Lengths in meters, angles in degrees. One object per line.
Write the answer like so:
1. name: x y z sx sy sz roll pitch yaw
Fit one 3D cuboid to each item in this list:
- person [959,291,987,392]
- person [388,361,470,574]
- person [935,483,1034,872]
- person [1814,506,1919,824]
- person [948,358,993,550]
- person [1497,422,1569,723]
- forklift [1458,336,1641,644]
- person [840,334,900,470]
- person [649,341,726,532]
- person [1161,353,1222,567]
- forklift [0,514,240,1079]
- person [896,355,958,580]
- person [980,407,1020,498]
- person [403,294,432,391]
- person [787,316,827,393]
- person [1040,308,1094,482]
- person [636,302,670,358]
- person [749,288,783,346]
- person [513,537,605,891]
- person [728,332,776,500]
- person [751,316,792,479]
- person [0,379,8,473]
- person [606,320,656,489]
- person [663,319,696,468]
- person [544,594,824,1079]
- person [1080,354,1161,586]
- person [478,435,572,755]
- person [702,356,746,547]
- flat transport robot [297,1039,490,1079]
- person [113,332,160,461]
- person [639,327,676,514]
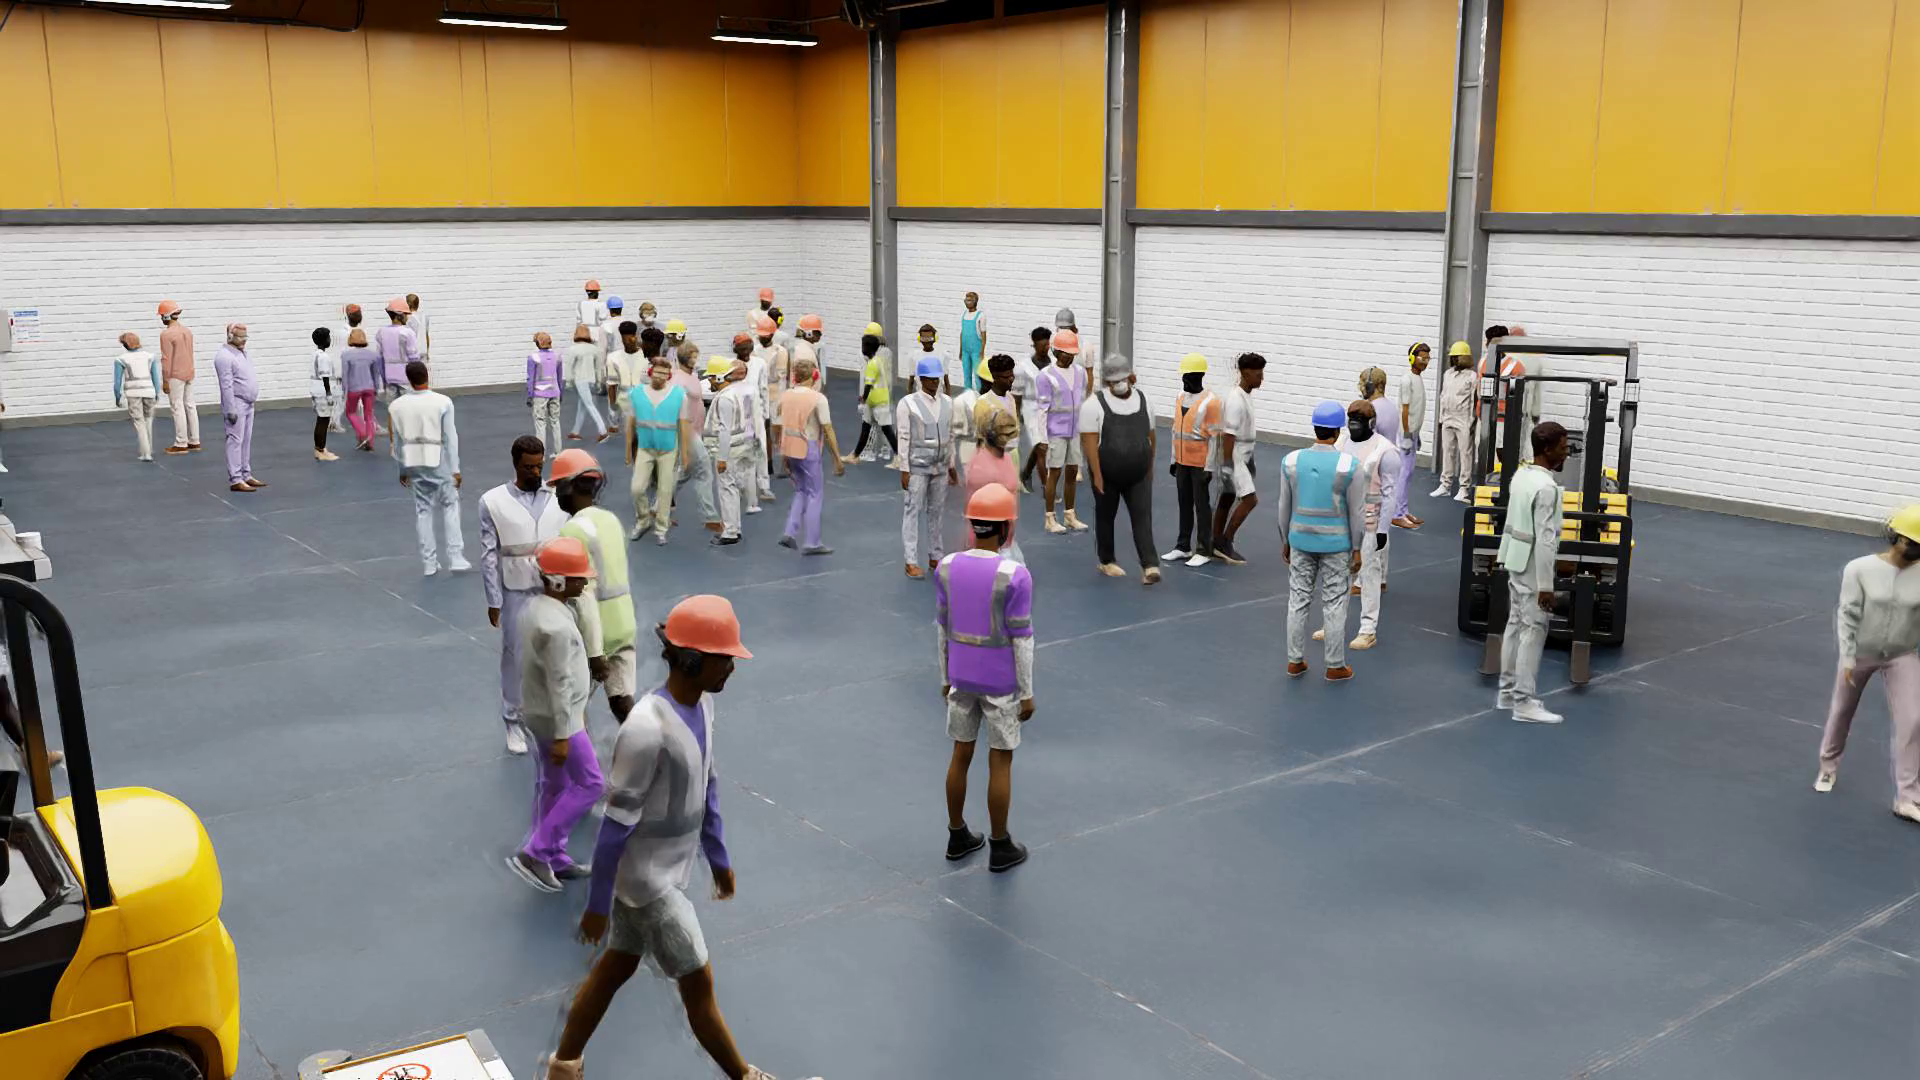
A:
1. person: 0.185 -2.943 25.924 0.505 1.847 0.346 10 15 40
2. person: -4.726 -0.640 14.729 0.640 1.873 0.469 1 12 6
3. person: 0.139 0.677 8.242 0.545 1.930 0.388 8 14 34
4. person: 5.006 0.638 8.988 0.542 1.701 0.794 3 12 15
5. person: 0.220 -0.726 15.179 0.643 1.866 0.915 -5 13 -22
6. person: 3.648 0.196 10.609 0.406 1.913 0.628 0 12 2
7. forklift: 4.683 -0.471 13.136 1.214 2.155 2.313 4 12 20
8. person: -1.065 -1.671 20.239 0.854 1.643 0.544 0 12 -1
9. person: -2.722 -1.022 16.545 0.886 1.913 0.637 0 12 1
10. person: 2.101 -0.728 15.025 0.365 1.928 0.586 -7 14 -32
11. forklift: -3.687 1.115 5.480 2.313 2.155 1.214 -9 15 -36
12. person: -0.280 -0.640 14.548 0.604 1.949 0.389 -9 14 -36
13. person: 0.291 -0.267 13.513 0.279 1.634 0.499 -8 14 -33
14. person: -8.299 -2.830 25.378 0.334 1.845 0.513 5 13 24
15. person: -2.049 -2.130 22.262 0.518 1.722 0.422 -2 12 -8
16. person: 1.218 -1.684 19.370 0.689 2.000 0.537 1 12 3
17. person: -4.156 -2.225 22.274 0.635 1.927 0.372 -7 14 -32
18. person: -3.029 -3.003 26.088 0.543 1.887 0.814 -1 12 -7
19. person: -1.913 0.834 7.964 0.411 1.729 0.556 -6 13 -26
20. person: -2.305 -1.335 18.108 0.598 1.854 0.759 -5 13 -23
21. person: -2.271 -1.683 19.661 0.562 1.919 0.404 9 15 37
22. person: -11.709 -1.646 19.909 0.308 1.743 0.494 10 16 41
23. person: -3.657 -1.512 18.791 0.629 1.936 0.477 1 12 5
24. person: -3.442 -1.799 20.426 0.403 1.831 0.596 -7 14 -30
25. person: -1.019 1.153 5.864 1.101 1.956 0.615 1 12 4
26. person: 1.399 -0.618 14.222 0.701 2.000 0.992 -3 12 -13
27. person: -2.586 0.312 10.036 0.592 1.916 0.392 -9 15 -37
28. person: -2.244 -0.845 15.861 0.403 1.819 0.601 -1 12 -3
29. flat transport robot: -1.776 2.055 5.606 0.652 0.197 1.431 -7 14 -30
30. person: -10.435 -1.818 21.027 0.692 1.610 0.534 10 15 40
31. person: -3.179 -1.245 17.429 0.367 1.966 0.607 3 12 13
